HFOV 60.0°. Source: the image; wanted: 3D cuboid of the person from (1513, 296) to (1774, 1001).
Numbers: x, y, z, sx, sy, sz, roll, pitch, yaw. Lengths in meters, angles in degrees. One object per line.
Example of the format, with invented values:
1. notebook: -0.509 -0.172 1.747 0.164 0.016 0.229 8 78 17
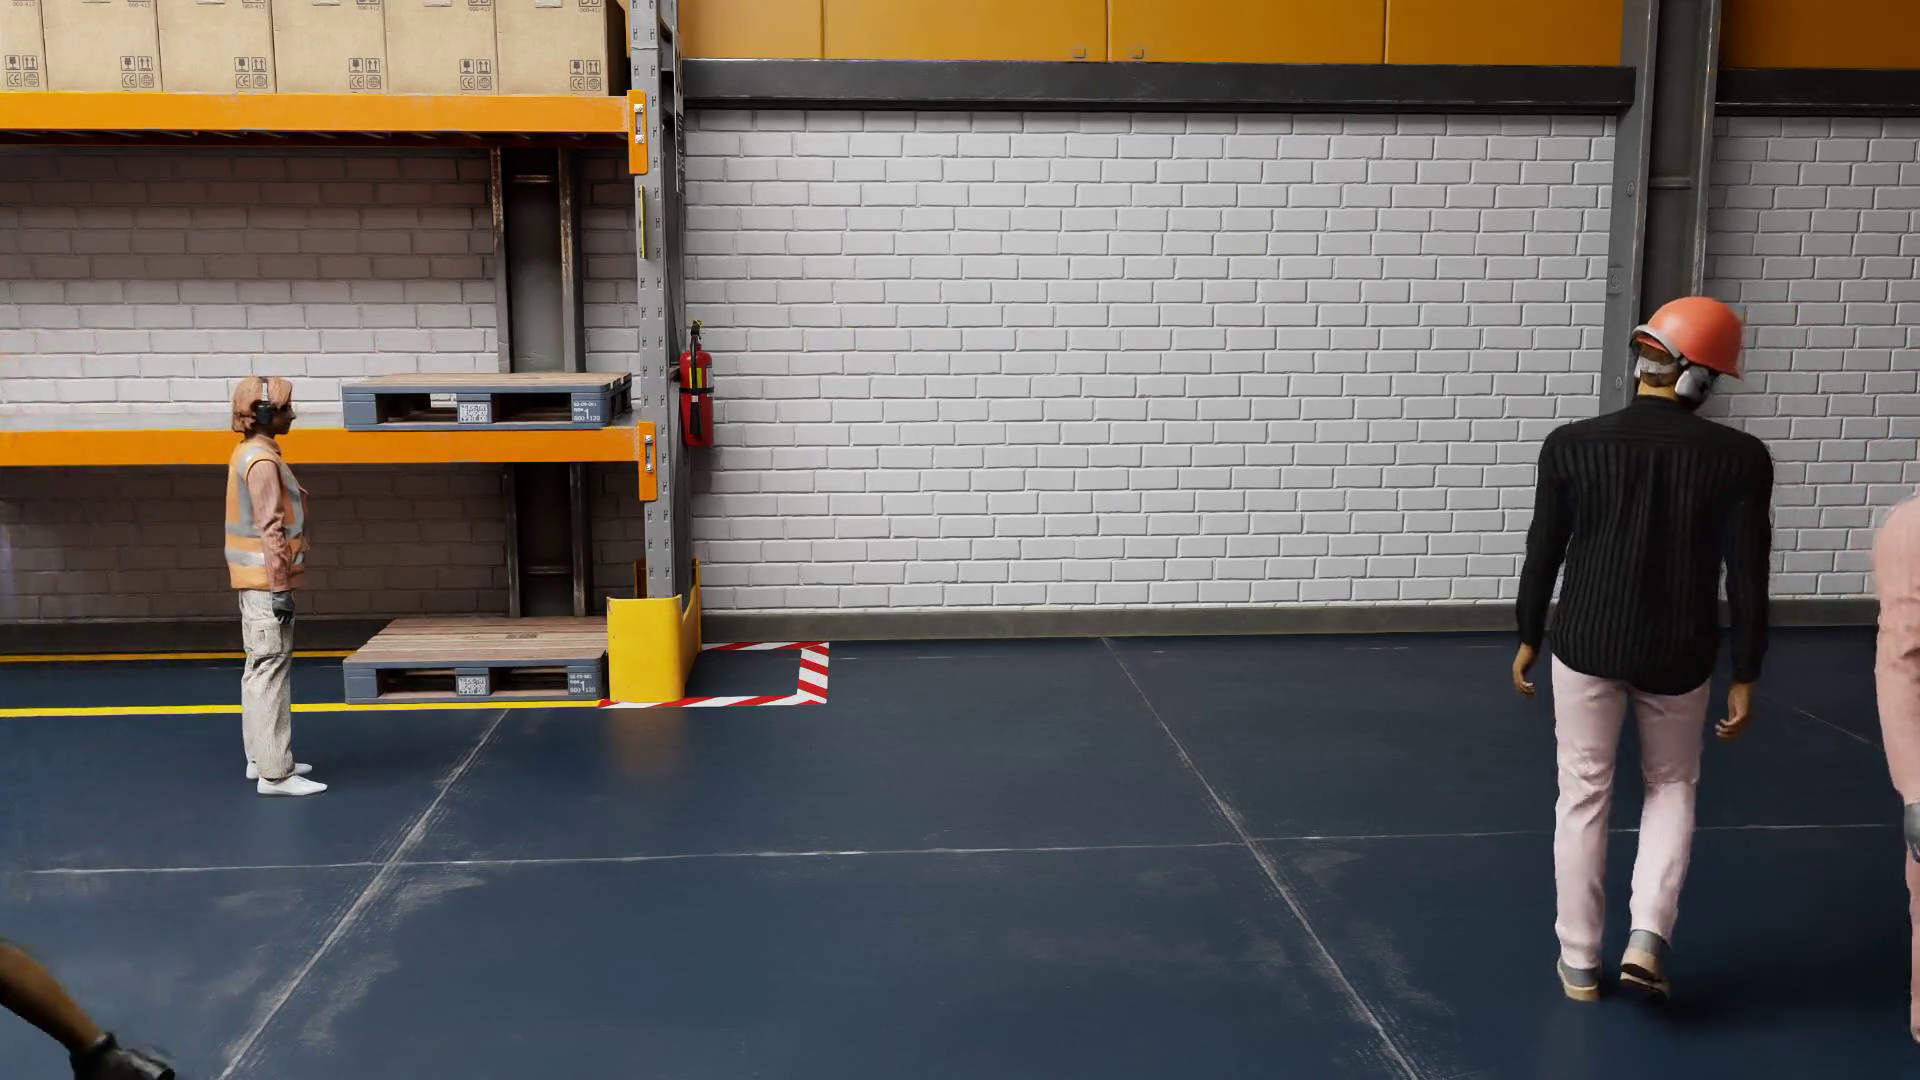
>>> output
1. person: 1.855 0.319 4.586 0.644 1.963 0.442 3 10 21

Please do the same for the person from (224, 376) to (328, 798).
1. person: -2.692 0.180 6.493 0.308 1.636 0.524 -5 10 -29

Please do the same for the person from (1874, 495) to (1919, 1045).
1. person: 2.298 0.543 3.575 0.639 1.843 1.020 4 10 22

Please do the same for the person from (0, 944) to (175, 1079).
1. person: -2.202 0.525 3.536 0.831 1.905 0.592 0 9 -3
